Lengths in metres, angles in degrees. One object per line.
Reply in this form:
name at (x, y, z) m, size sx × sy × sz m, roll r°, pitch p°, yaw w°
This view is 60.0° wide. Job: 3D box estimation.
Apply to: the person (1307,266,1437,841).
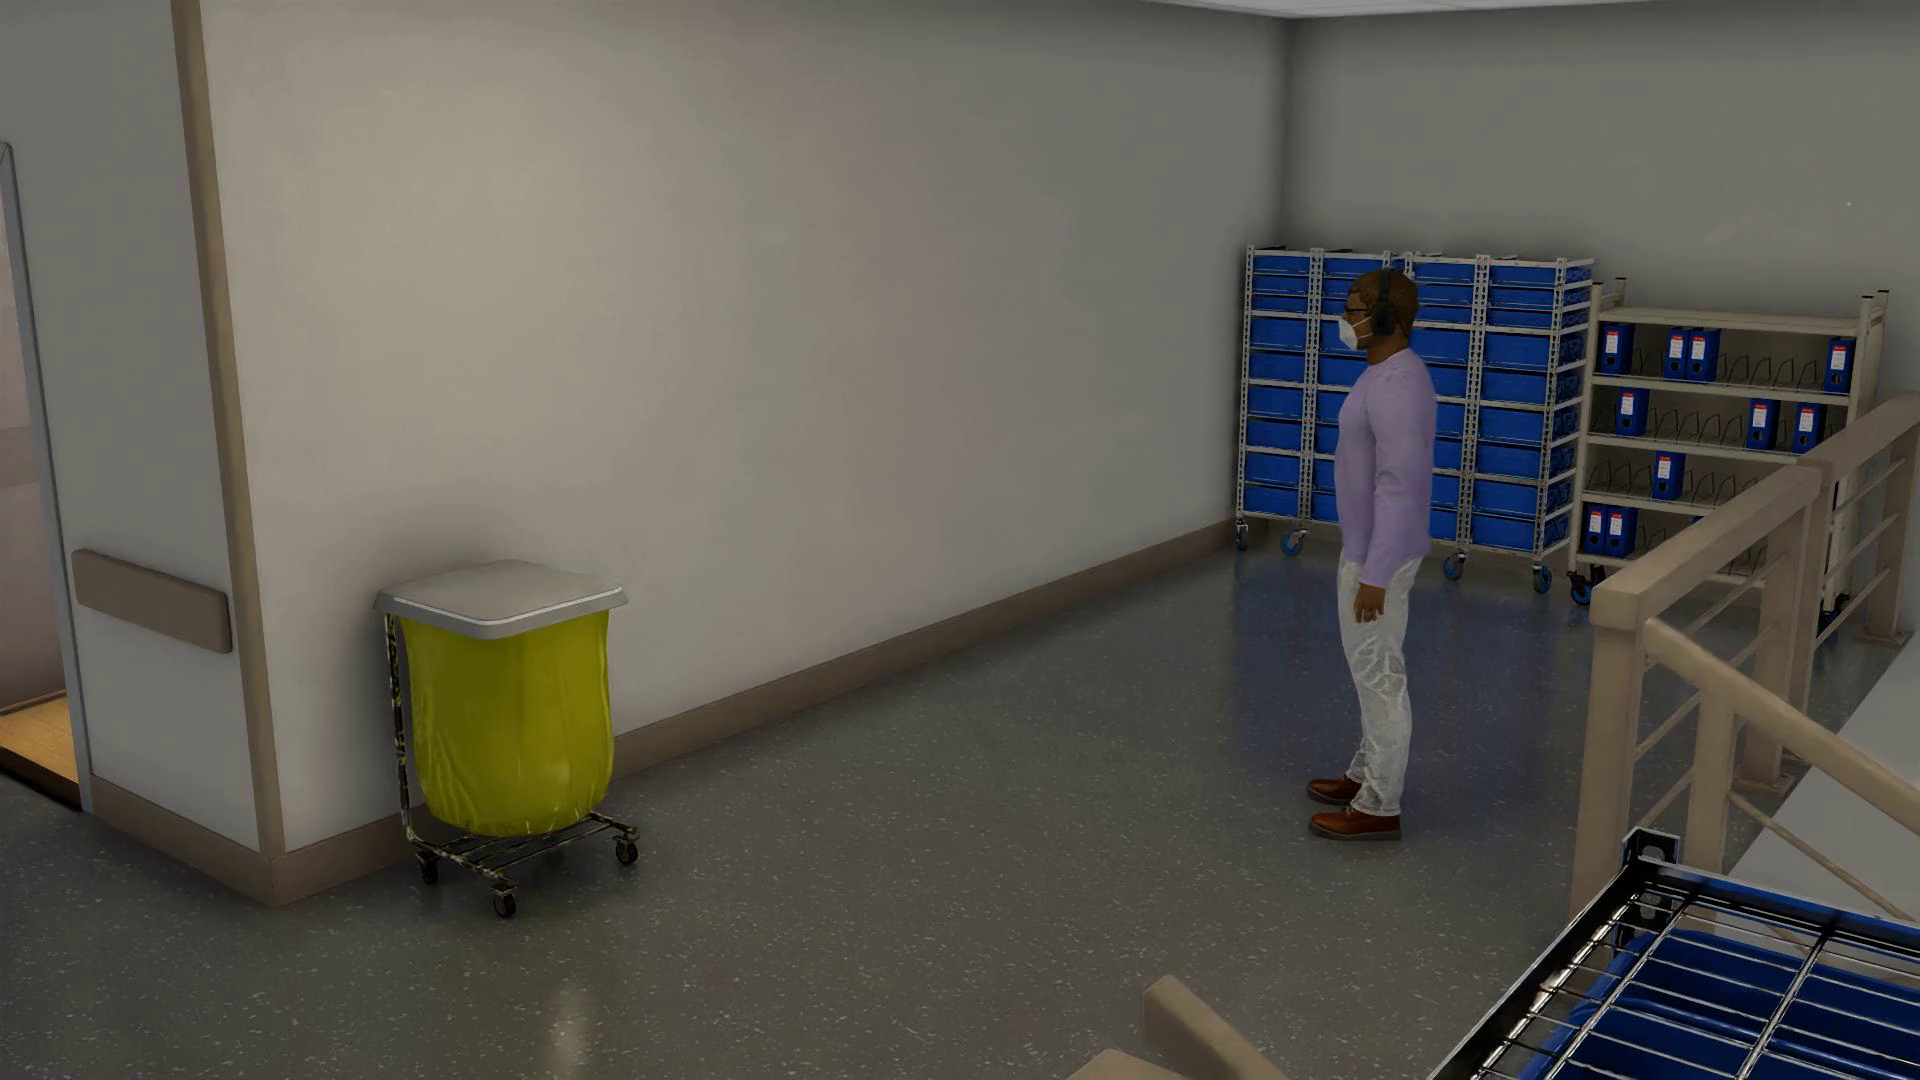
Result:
person at (1.396, 0.055, 5.609) m, size 0.358 × 1.938 × 0.636 m, roll 3°, pitch 14°, yaw 12°
